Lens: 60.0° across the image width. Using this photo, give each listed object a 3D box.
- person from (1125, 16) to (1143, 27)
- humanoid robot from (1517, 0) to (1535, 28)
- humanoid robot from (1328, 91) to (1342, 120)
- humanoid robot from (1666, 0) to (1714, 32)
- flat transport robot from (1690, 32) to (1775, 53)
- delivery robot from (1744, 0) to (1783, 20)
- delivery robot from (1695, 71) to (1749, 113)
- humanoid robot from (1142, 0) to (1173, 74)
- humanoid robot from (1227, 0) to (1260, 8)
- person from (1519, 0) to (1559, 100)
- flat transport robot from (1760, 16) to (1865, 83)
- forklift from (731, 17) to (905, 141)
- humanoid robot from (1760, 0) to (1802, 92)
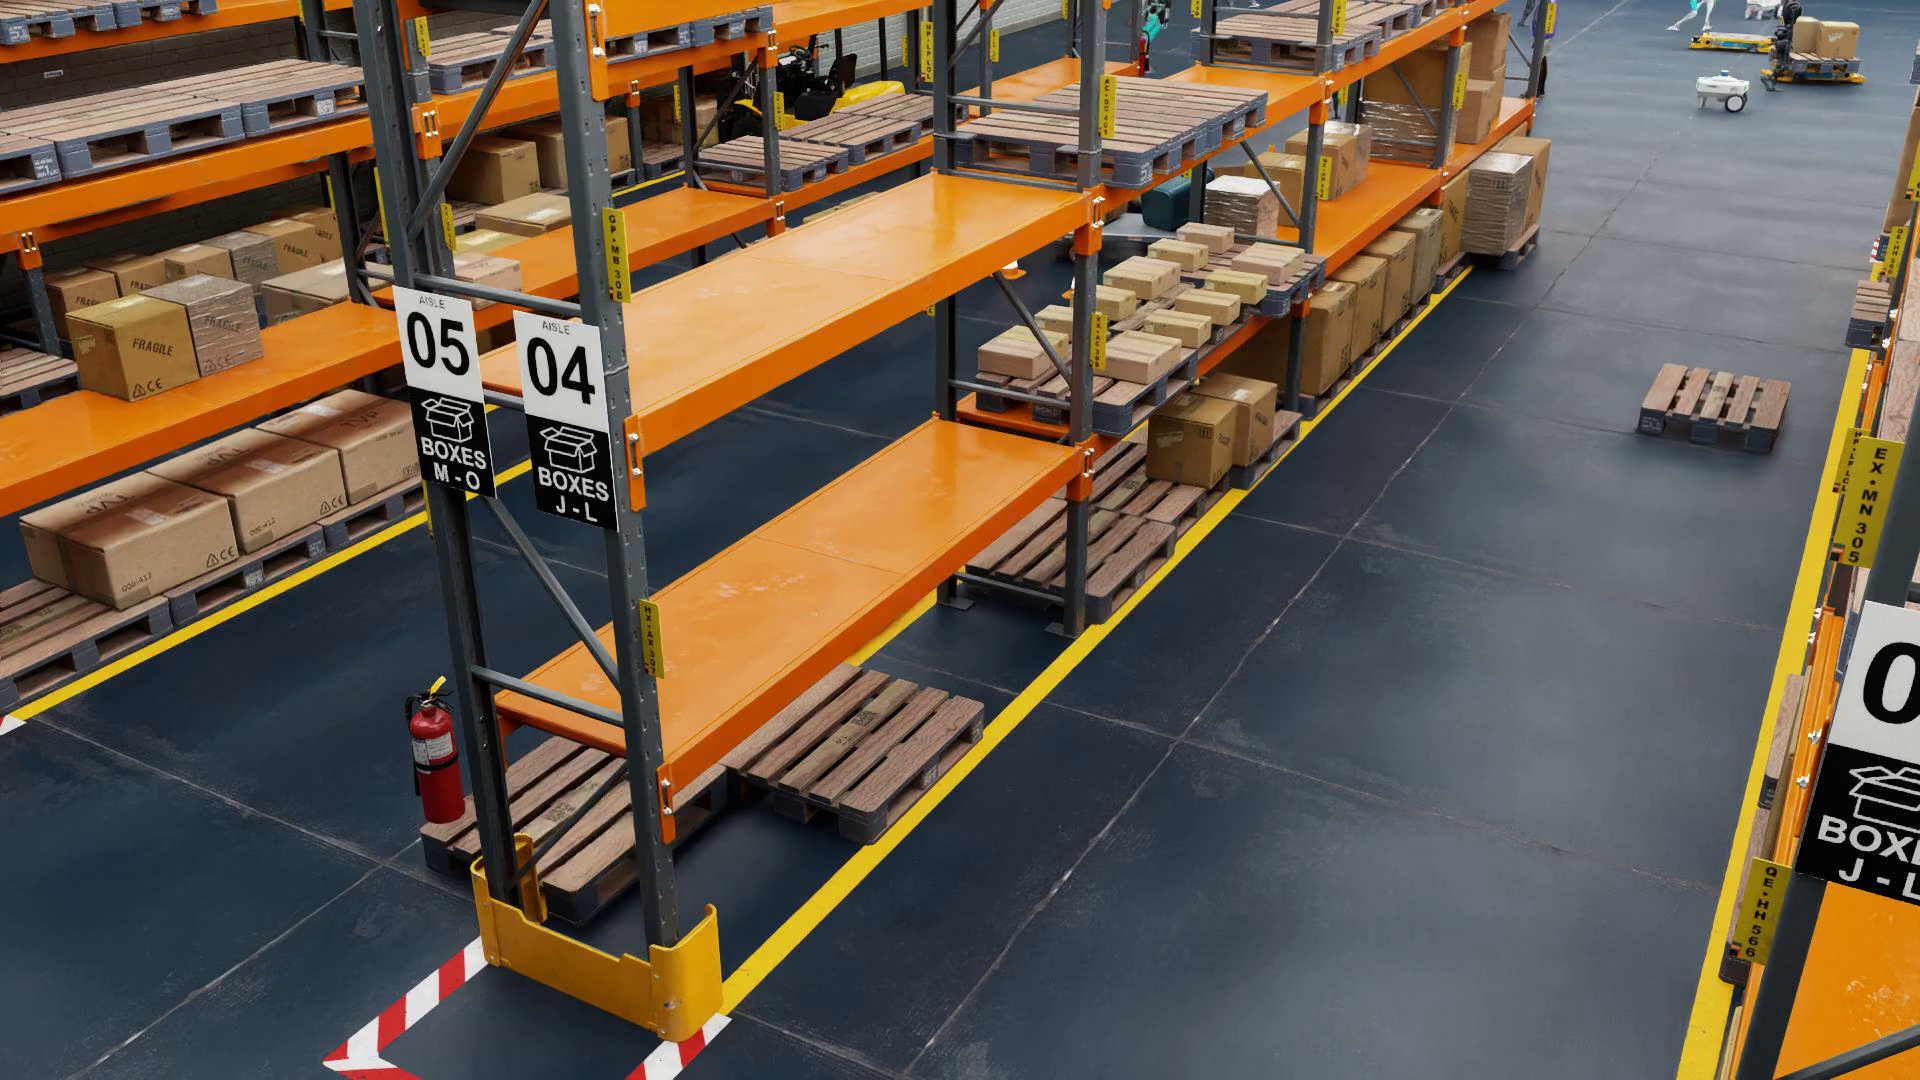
[{"bbox_3d":[3.470,-11.019,32.399,0.629,1.896,0.965,15,29,28],"label":"person"},{"bbox_3d":[11.019,-10.718,32.001,0.391,1.642,0.585,3,26,5],"label":"humanoid robot"},{"bbox_3d":[5.438,-6.961,24.189,0.377,1.648,0.583,-1,26,-2],"label":"humanoid robot"},{"bbox_3d":[14.076,-10.503,31.542,0.967,1.777,0.531,11,28,22],"label":"humanoid robot"},{"bbox_3d":[13.951,-8.959,29.959,1.431,0.231,0.659,11,28,21],"label":"flat transport robot"},{"bbox_3d":[16.106,-10.721,33.294,0.789,0.598,0.499,-16,30,-29],"label":"delivery robot"},{"bbox_3d":[11.496,-6.770,25.071,0.747,0.587,0.524,12,28,24],"label":"delivery robot"},{"bbox_3d":[3.158,-8.629,27.665,0.806,1.837,0.550,-18,31,-33],"label":"humanoid robot"},{"bbox_3d":[5.902,-11.834,34.295,0.891,1.835,0.560,-6,26,-13],"label":"humanoid robot"},{"bbox_3d":[8.951,-7.772,25.563,0.373,1.952,0.604,15,29,28],"label":"person"},{"bbox_3d":[13.973,-7.662,27.262,1.431,0.231,0.659,2,26,5],"label":"flat transport robot"},{"bbox_3d":[-1.819,-5.975,21.543,2.313,2.155,1.214,14,29,26],"label":"forklift"},{"bbox_3d":[12.889,-7.863,26.064,0.424,1.647,0.586,7,27,15],"label":"humanoid robot"}]
